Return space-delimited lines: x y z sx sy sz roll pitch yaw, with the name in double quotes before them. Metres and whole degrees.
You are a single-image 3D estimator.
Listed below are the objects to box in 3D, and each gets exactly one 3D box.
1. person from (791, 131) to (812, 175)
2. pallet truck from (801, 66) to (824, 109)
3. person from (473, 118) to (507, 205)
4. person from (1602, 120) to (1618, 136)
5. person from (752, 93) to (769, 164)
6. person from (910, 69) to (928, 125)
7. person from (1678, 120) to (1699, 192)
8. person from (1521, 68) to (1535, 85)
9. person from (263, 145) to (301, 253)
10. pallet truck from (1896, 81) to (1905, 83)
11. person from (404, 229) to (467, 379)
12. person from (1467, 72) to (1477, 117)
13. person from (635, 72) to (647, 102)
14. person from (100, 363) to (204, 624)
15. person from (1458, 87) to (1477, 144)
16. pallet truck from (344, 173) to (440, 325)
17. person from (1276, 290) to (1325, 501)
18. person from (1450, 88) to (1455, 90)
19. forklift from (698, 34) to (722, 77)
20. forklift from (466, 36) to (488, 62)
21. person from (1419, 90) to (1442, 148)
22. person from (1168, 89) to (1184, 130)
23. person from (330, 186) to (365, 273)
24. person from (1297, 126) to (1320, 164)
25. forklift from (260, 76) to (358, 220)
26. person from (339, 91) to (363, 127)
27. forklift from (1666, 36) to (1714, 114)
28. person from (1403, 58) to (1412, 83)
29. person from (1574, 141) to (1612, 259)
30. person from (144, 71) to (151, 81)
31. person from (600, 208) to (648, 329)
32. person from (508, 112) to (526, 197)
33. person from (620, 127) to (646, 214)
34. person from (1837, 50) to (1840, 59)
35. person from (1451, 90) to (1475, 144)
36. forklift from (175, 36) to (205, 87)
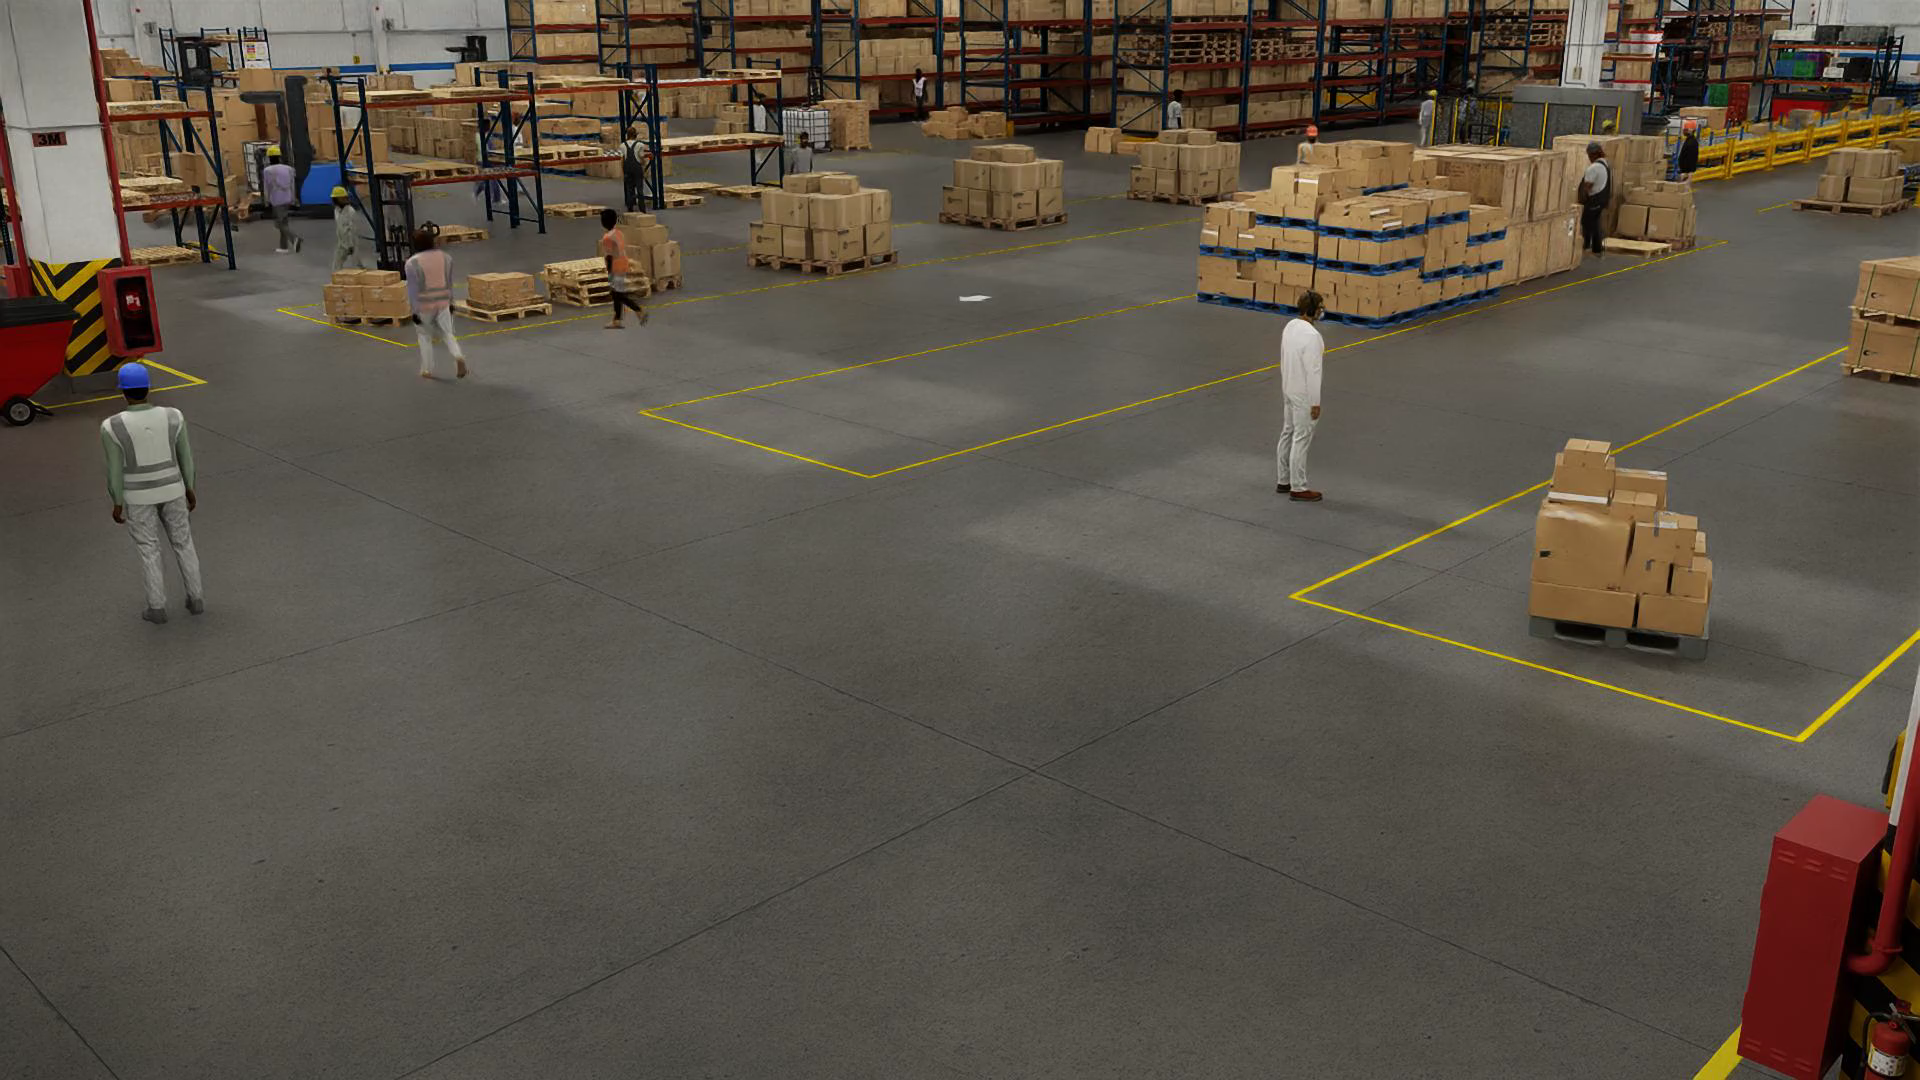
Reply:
"person" -3.186 -7.215 33.144 0.584 1.845 0.558 17 25 41
"pallet truck" -4.812 -15.182 56.903 0.823 1.965 1.885 -9 21 -26
"person" -10.206 -8.176 35.972 0.619 1.879 0.698 15 24 39
"person" 14.409 -8.466 37.083 0.530 1.738 0.524 -3 19 -9
"person" -5.423 -11.100 44.829 0.464 1.849 0.606 17 25 42
"person" -1.487 -15.308 57.473 0.957 1.878 0.603 -17 25 -42
"person" 14.750 -7.512 33.817 0.409 1.982 0.612 6 19 19
"person" 19.697 -15.372 57.654 0.645 1.893 0.432 -14 23 -36
"person" -11.972 -6.001 29.389 0.735 1.905 0.592 11 21 29
"pallet truck" 34.802 -16.331 61.455 0.653 1.274 1.630 17 25 41
"person" -6.276 -2.788 19.836 0.631 1.823 0.737 -17 25 -41
"person" 18.647 -16.314 60.915 0.498 1.610 0.726 -16 24 -40
"person" -11.705 -16.454 61.372 0.528 1.580 0.878 2 18 6
"person" -5.960 -0.346 12.281 0.615 1.945 0.405 -17 25 -42
"person" 15.263 -12.748 50.035 0.535 1.700 0.318 6 19 17
"pallet truck" -8.209 -4.181 23.757 0.823 1.965 1.885 3 19 9
"person" 3.138 -1.323 15.237 0.360 1.938 0.635 -5 19 -14
"person" 23.014 -22.001 77.540 0.355 1.936 0.635 7 19 19
"forklift" -9.884 -18.719 66.179 1.873 2.768 1.129 17 25 41
"forklift" -18.119 -17.583 62.756 1.129 2.768 1.873 17 25 41
"person" 13.239 -11.729 46.776 0.625 1.817 0.424 14 23 36
"person" 5.790 -11.106 44.674 0.366 1.961 0.610 -6 19 -17
"person" -9.230 -4.412 24.894 0.494 1.717 0.744 11 21 29
"person" 7.079 -7.362 33.513 0.549 1.888 0.975 -1 18 -3
"forklift" -13.464 -8.053 34.044 1.873 2.768 1.129 -6 19 -18
"person" -16.145 -10.914 44.149 0.652 1.928 0.434 -11 21 -30
"forklift" 27.341 -17.291 61.877 1.129 2.768 1.873 17 25 41
"person" 21.151 -22.171 78.537 0.314 1.629 0.508 17 25 41
"person" 11.023 -5.965 29.065 0.758 2.000 0.697 13 22 34
"person" -26.767 -14.526 55.019 0.543 1.940 0.361 -7 20 -21
"person" -4.624 -3.711 22.828 0.605 1.680 0.546 1 18 3
"person" -10.046 -8.743 37.693 0.359 1.882 0.579 -2 18 -7
"person" -6.679 -7.515 34.053 0.506 1.839 0.351 2 18 5
"person" 41.173 -22.274 78.300 0.414 1.985 0.611 13 22 34
"person" 14.810 -12.387 48.986 0.589 1.672 0.576 -15 24 -38
"forklift" -28.422 -17.222 61.668 1.873 2.768 1.129 8 20 23
